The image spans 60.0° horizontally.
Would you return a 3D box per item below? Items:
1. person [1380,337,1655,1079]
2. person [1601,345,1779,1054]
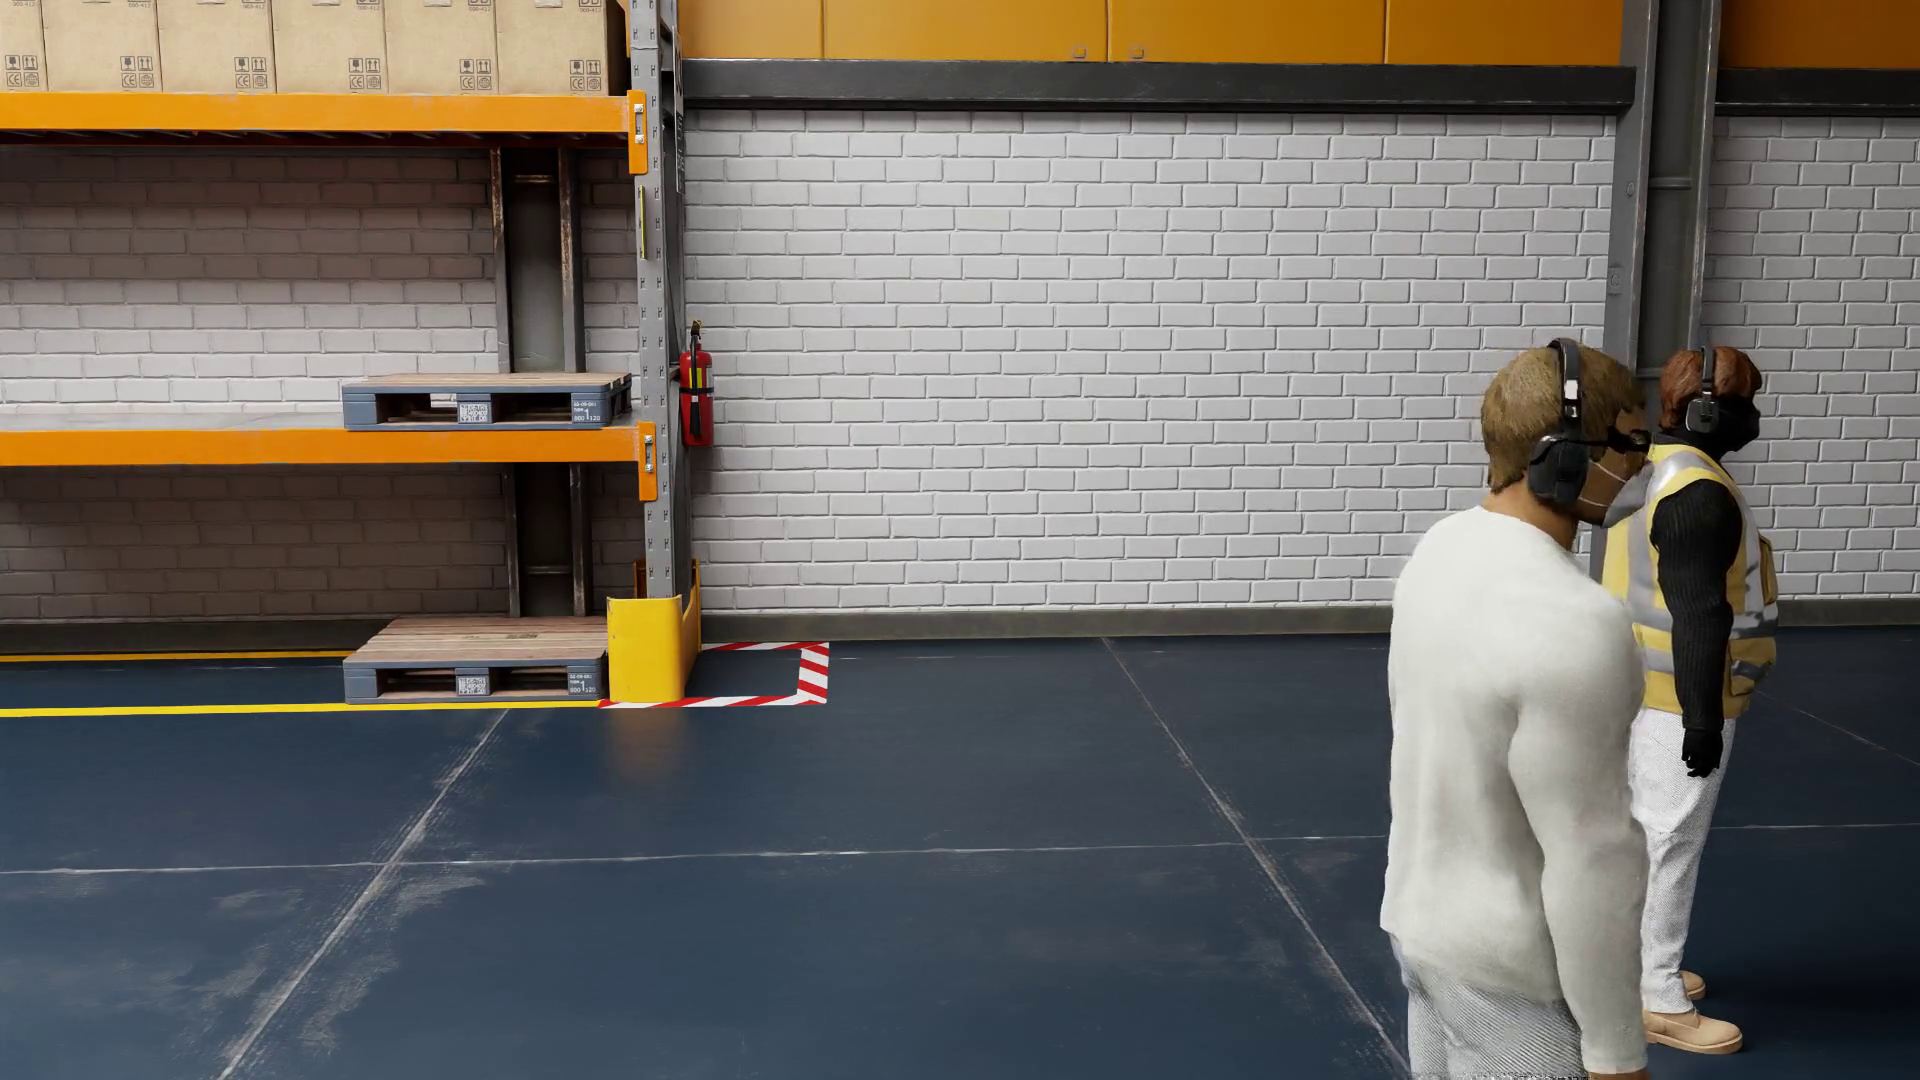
[{"bbox_3d":[0.869,0.664,2.594,0.409,1.932,0.647,-1,9,-4],"label":"person"},{"bbox_3d":[1.925,0.407,4.426,0.429,1.842,0.634,2,9,10],"label":"person"}]
